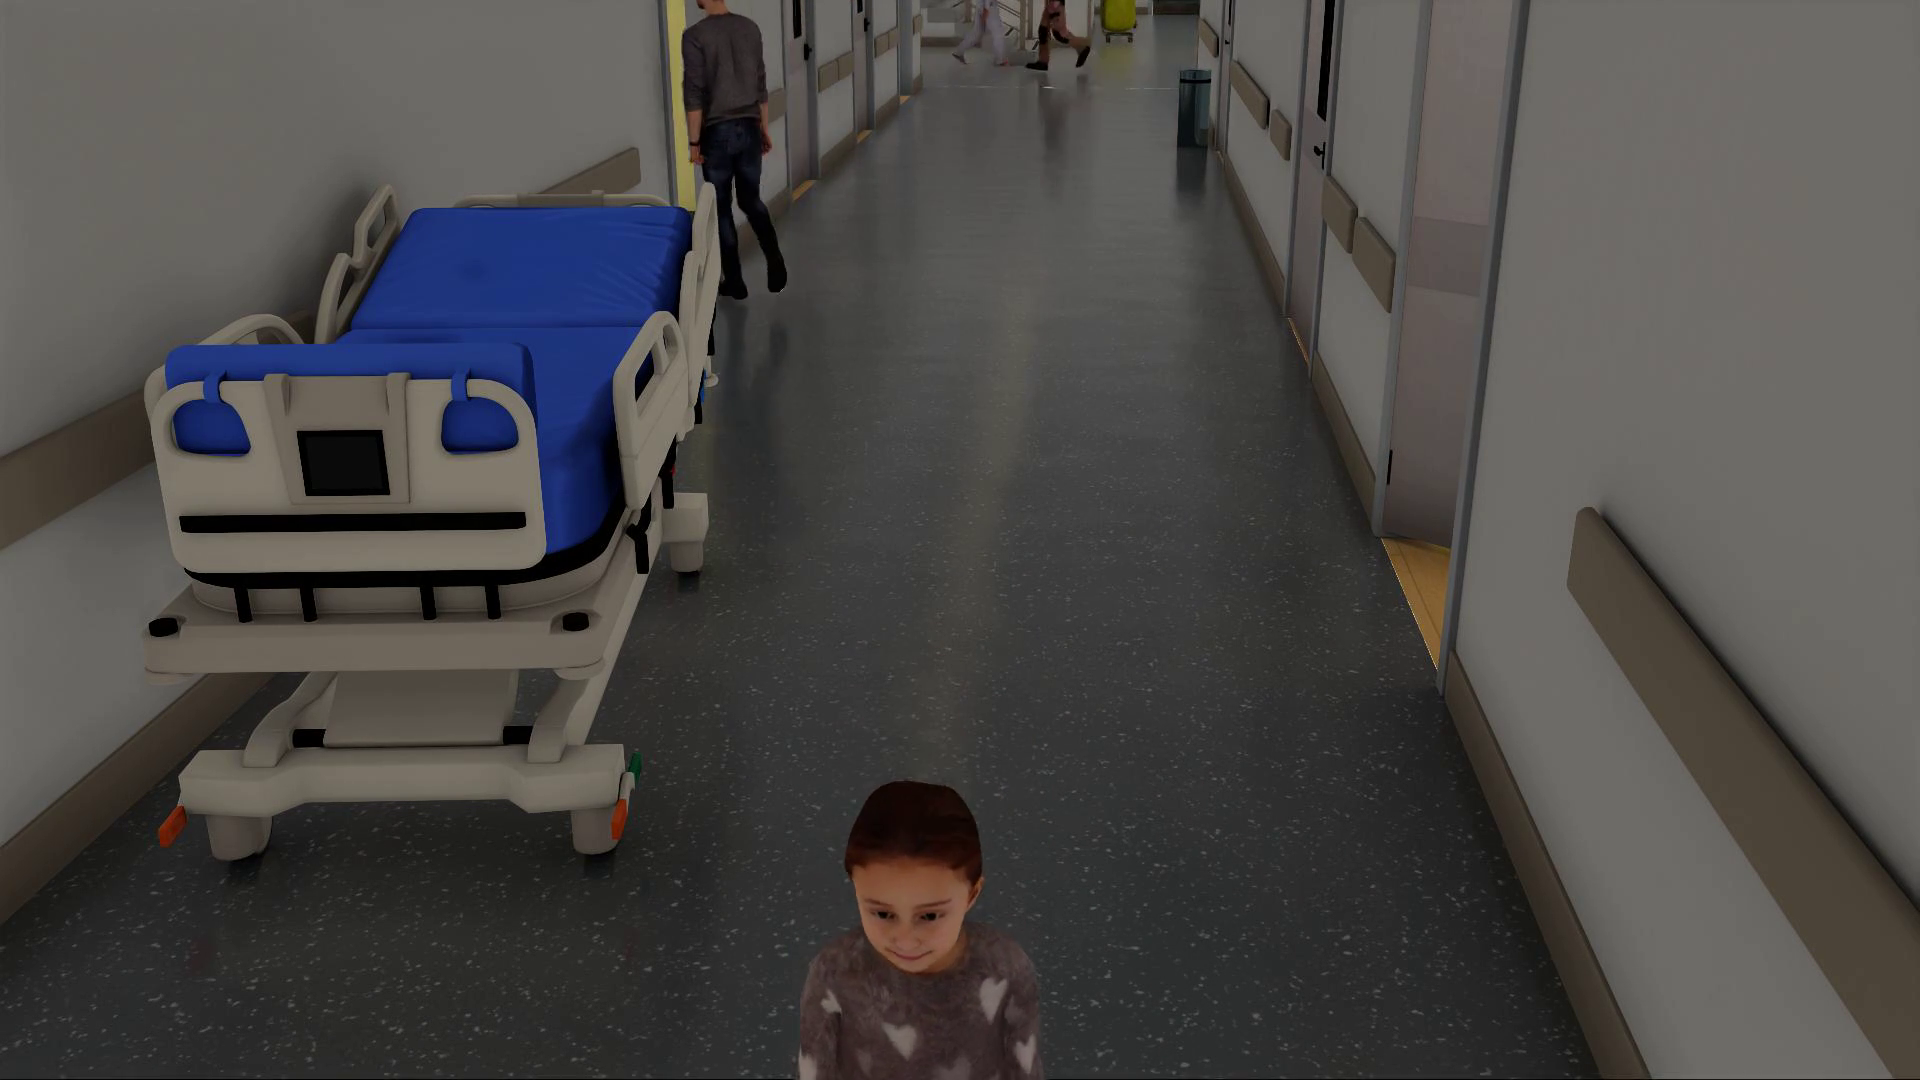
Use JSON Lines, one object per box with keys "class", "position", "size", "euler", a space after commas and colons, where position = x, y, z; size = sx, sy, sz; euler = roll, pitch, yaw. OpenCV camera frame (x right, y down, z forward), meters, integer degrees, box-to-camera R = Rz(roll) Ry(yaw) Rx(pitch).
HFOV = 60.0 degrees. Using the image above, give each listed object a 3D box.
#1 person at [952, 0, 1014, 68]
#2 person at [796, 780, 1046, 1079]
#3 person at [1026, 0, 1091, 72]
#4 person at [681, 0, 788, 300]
{"class": "person", "position": [0.295, -7.668, 23.889], "size": [1.172, 1.711, 0.847], "euler": [-5, 21, -12]}
{"class": "person", "position": [-0.044, 0.824, 2.212], "size": [0.629, 1.184, 0.585], "euler": [0, 21, -1]}
{"class": "person", "position": [1.409, -7.541, 23.280], "size": [1.208, 1.905, 0.869], "euler": [-3, 21, -7]}
{"class": "person", "position": [-1.250, -2.252, 9.346], "size": [1.025, 1.883, 1.059], "euler": [-12, 24, -29]}
